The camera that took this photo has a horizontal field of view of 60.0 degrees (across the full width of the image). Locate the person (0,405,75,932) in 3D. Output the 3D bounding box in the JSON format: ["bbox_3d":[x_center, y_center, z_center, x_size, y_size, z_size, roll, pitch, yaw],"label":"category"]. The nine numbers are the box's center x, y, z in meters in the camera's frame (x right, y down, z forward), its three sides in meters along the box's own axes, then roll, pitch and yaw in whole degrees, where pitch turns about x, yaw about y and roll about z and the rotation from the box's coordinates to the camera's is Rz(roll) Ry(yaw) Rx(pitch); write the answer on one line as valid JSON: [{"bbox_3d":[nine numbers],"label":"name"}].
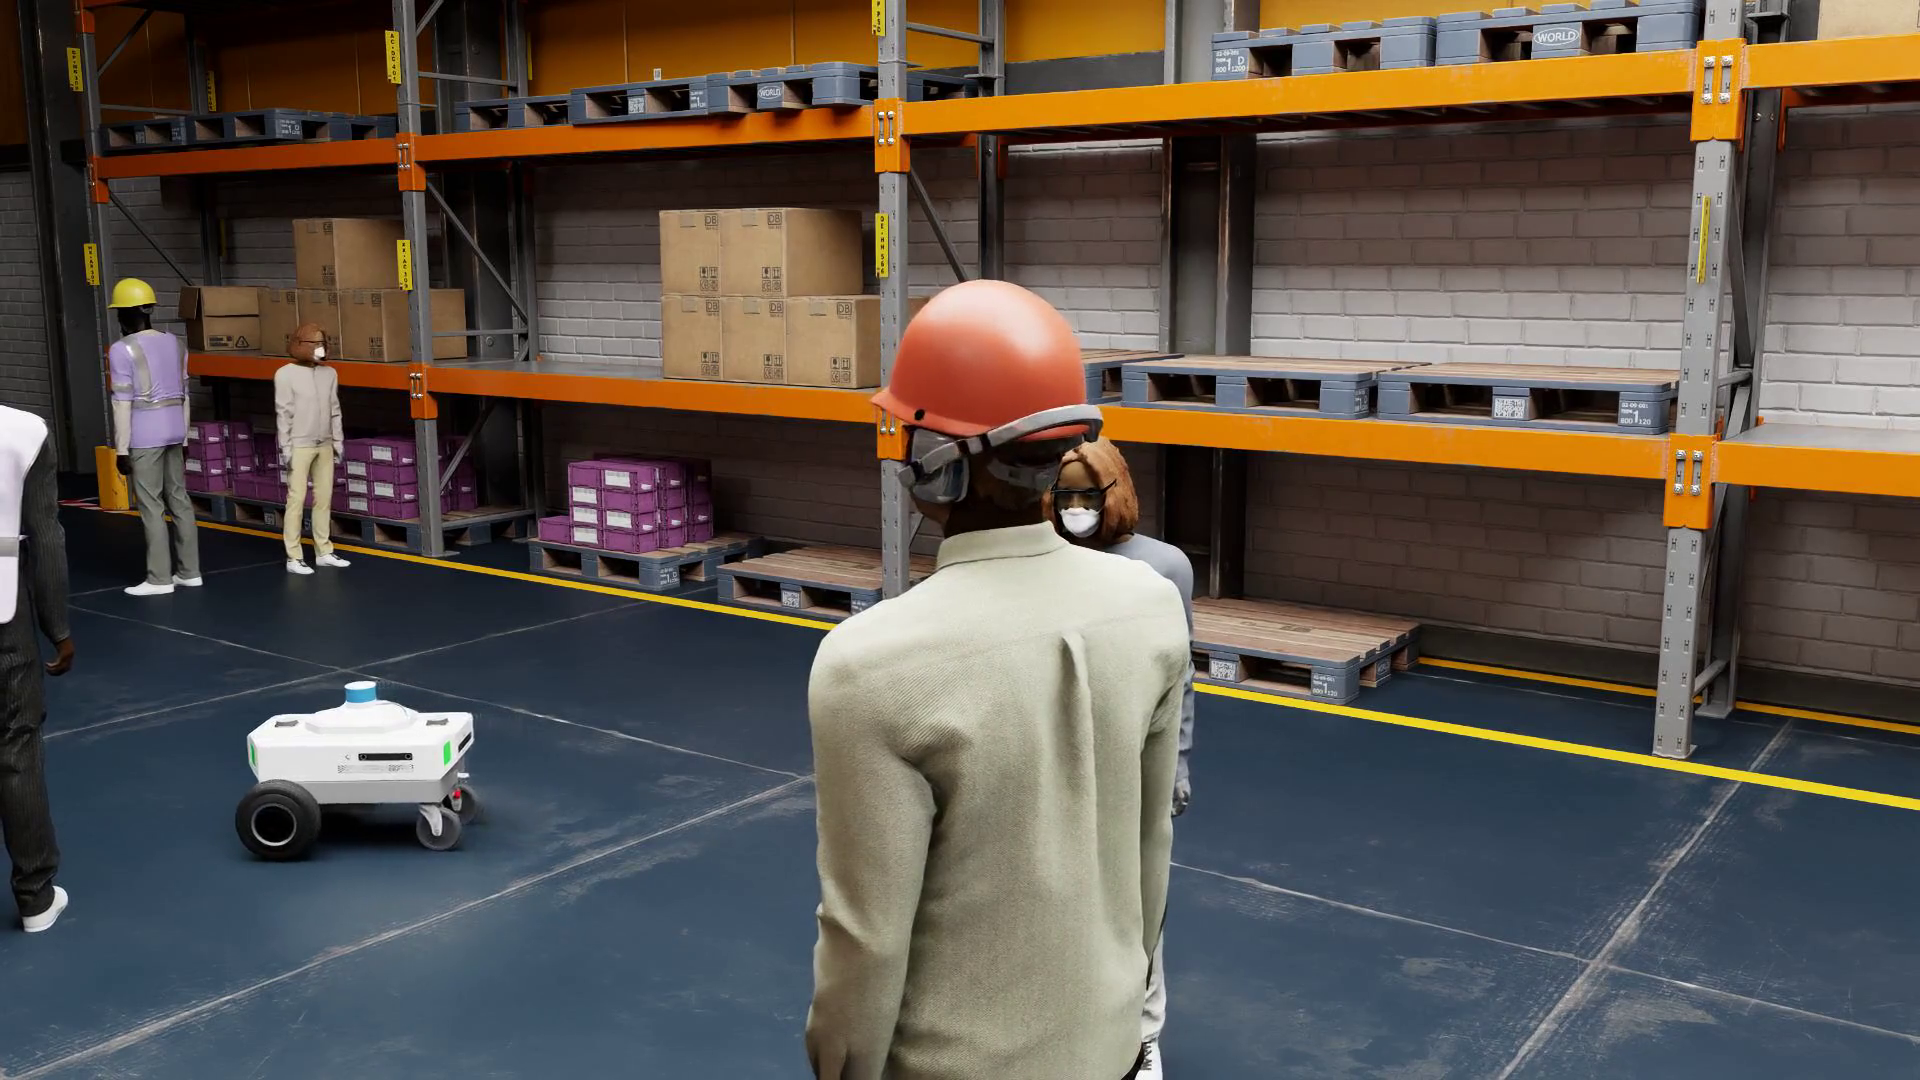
[{"bbox_3d":[-2.965,0.253,4.940,0.582,1.911,0.392,-3,10,-16],"label":"person"}]

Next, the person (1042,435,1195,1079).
[{"bbox_3d":[0.315,0.541,4.061,0.504,1.622,0.299,2,10,12],"label":"person"}]

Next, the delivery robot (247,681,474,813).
[{"bbox_3d":[-2.073,0.737,5.791,0.707,0.478,0.477,0,9,-2],"label":"delivery robot"}]

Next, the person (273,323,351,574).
[{"bbox_3d":[-4.223,-0.594,10.818,0.284,1.628,0.494,5,11,27],"label":"person"}]

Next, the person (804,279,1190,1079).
[{"bbox_3d":[0.043,0.663,2.218,0.612,1.997,0.376,-9,13,-42],"label":"person"}]

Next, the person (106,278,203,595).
[{"bbox_3d":[-4.926,-0.622,10.112,0.397,1.919,0.588,3,10,15],"label":"person"}]
